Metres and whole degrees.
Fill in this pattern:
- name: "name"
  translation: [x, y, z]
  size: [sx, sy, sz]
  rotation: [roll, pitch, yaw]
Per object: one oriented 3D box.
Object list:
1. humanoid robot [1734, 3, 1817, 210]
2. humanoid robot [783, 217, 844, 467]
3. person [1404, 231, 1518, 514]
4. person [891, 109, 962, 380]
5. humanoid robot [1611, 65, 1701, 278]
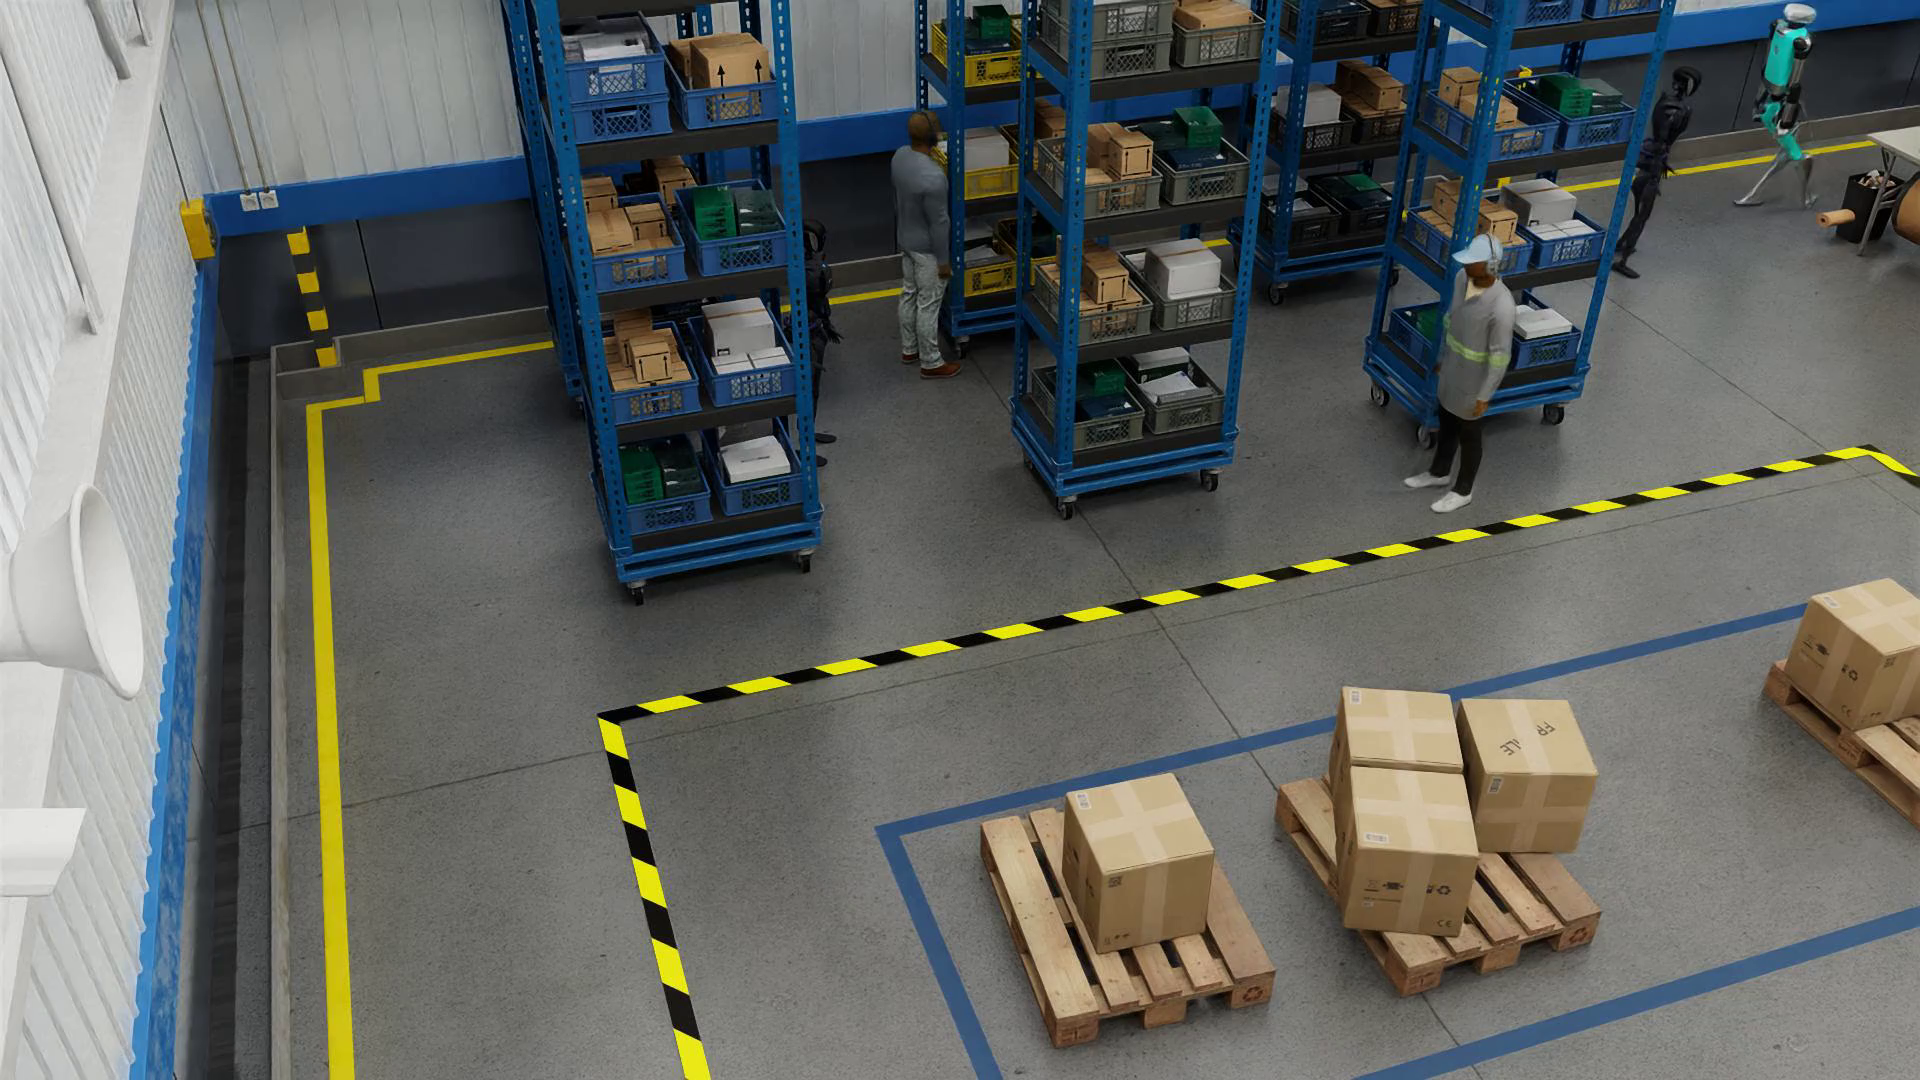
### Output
- name: "humanoid robot"
  translation: [7.021, -3.545, 13.874]
  size: [0.856, 1.851, 0.548]
  rotation: [-3, 35, -4]
- name: "humanoid robot"
  translation: [-0.948, -1.291, 10.651]
  size: [0.315, 1.657, 0.599]
  rotation: [7, 36, 10]
- name: "person"
  translation: [3.053, -1.015, 10.121]
  size: [0.395, 1.850, 0.596]
  rotation: [-9, 36, -13]
- name: "person"
  translation: [-0.240, -2.034, 11.492]
  size: [0.371, 1.938, 0.630]
  rotation: [-18, 39, -23]
- name: "humanoid robot"
  translation: [5.380, -2.902, 12.945]
  size: [0.382, 1.640, 0.606]
  rotation: [17, 39, 22]
